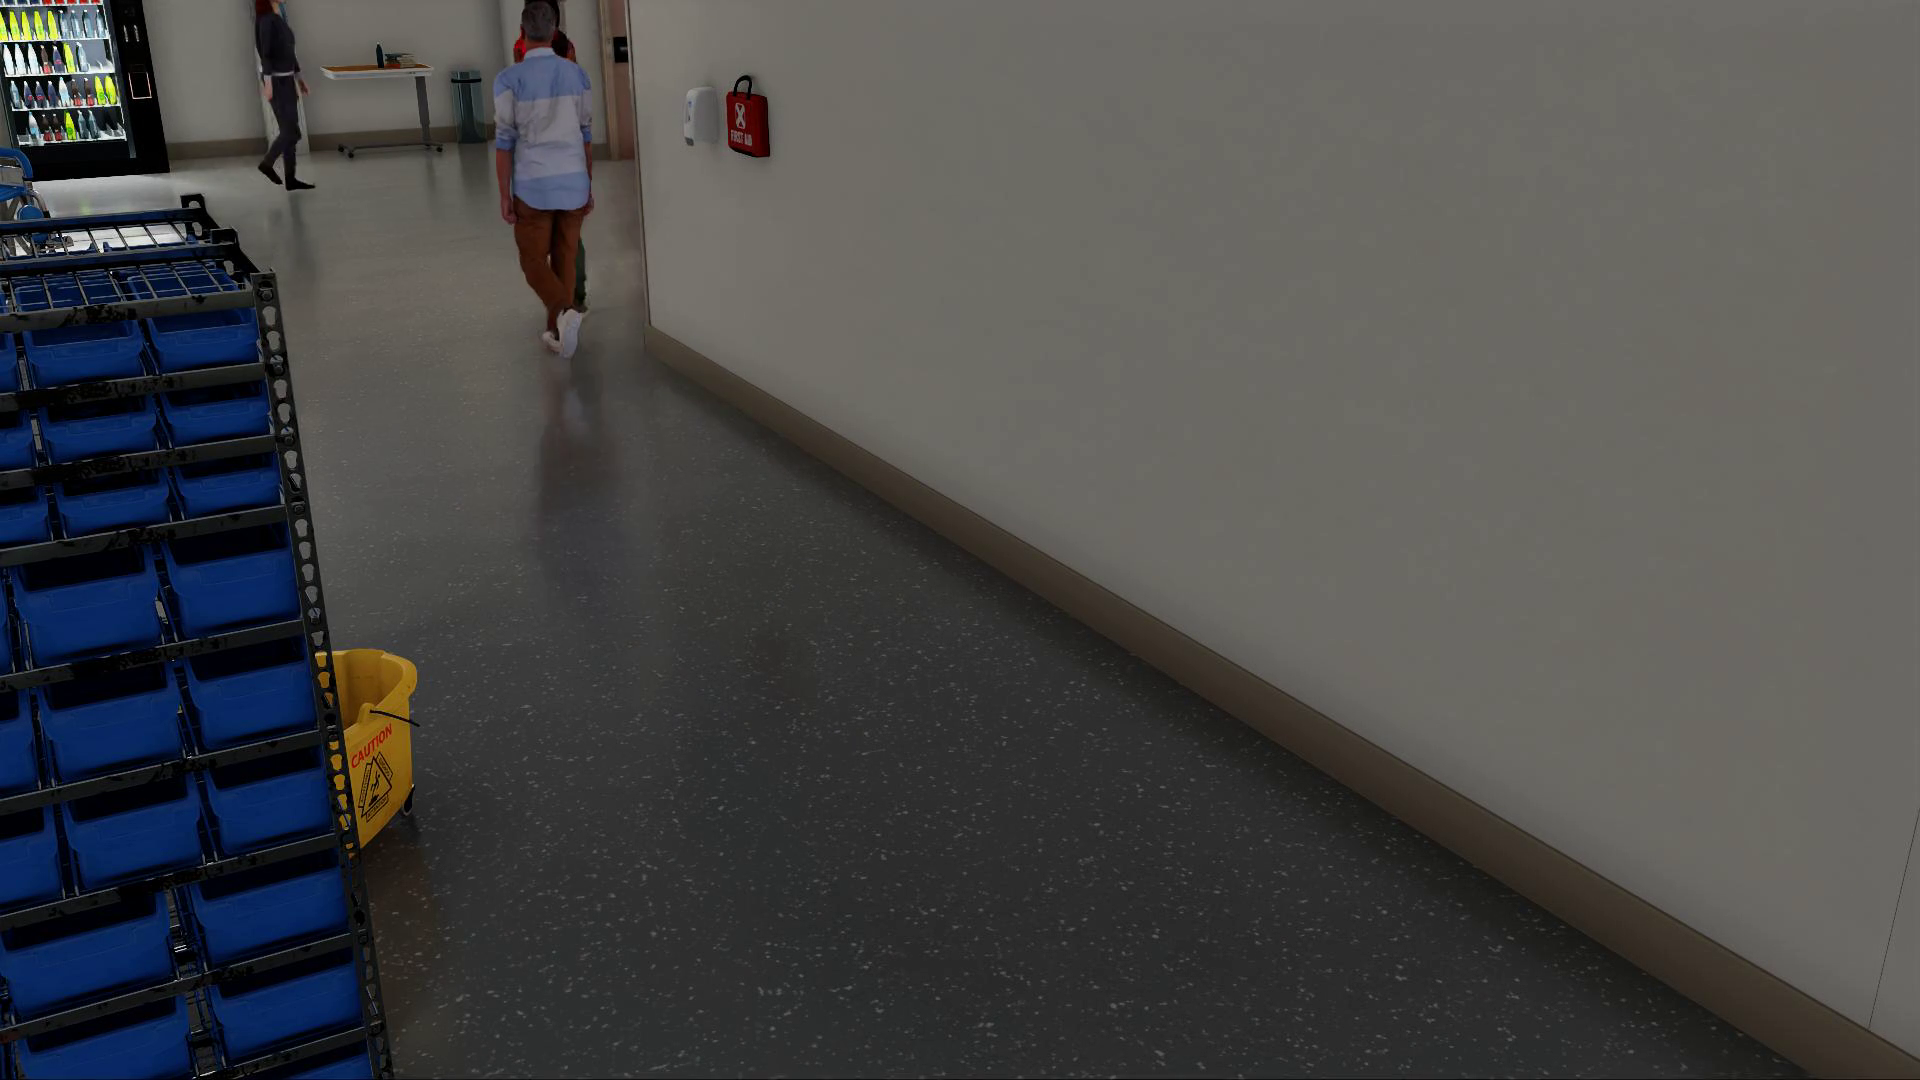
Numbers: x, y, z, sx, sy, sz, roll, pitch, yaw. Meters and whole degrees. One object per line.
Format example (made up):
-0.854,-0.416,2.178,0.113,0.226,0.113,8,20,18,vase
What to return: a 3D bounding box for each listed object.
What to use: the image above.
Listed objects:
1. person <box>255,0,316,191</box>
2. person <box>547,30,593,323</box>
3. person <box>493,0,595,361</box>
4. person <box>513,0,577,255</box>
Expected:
-5.738,-3.779,13.810,0.769,1.766,0.726,-3,21,-8,person
-2.214,-2.072,9.472,0.779,1.647,0.865,13,24,30,person
-2.069,-1.790,8.521,0.969,1.795,0.812,-16,26,-36,person
-2.769,-2.801,11.311,1.085,1.709,0.927,-2,21,-6,person
